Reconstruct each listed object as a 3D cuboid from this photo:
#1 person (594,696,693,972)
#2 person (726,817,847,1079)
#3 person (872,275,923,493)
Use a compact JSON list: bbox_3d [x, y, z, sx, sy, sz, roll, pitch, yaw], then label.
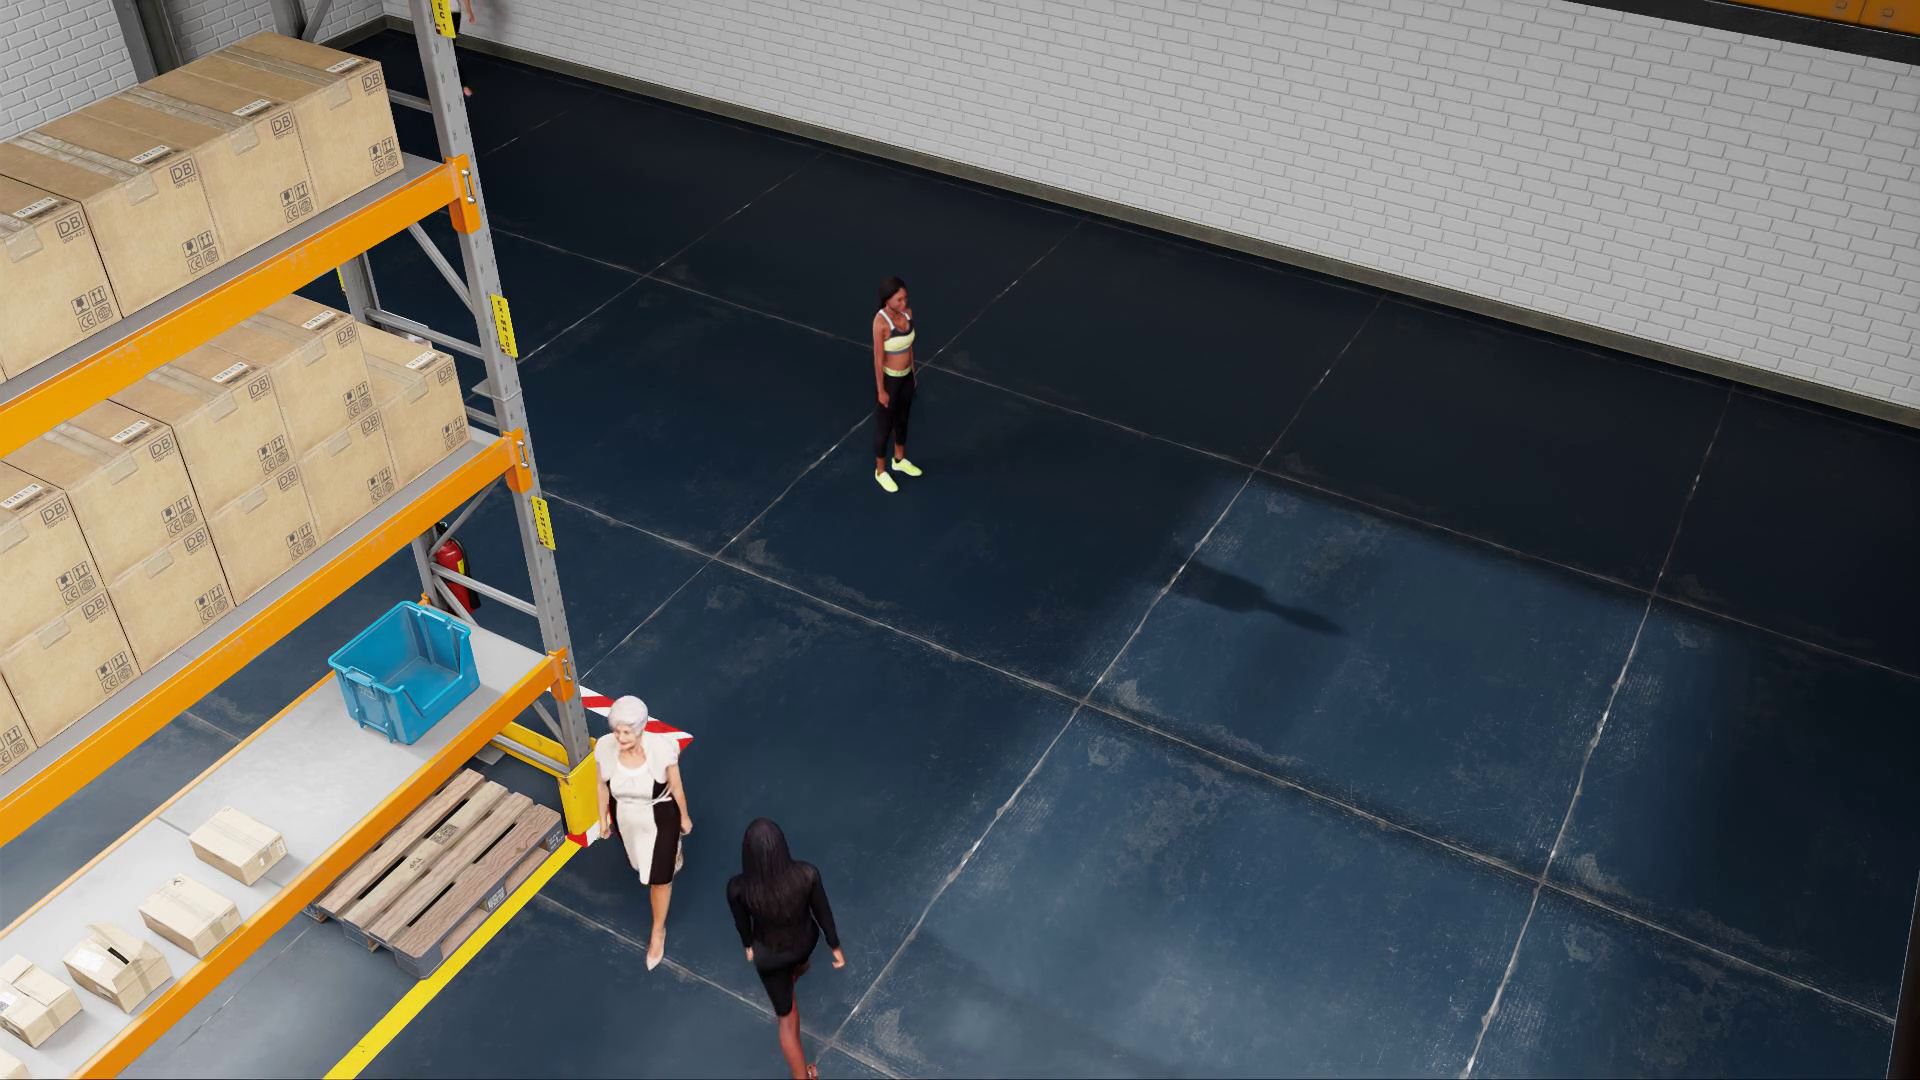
[{"bbox_3d":[-1.676,1.455,9.028,0.897,1.722,1.166,6,39,8],"label":"person"},{"bbox_3d":[-0.854,2.129,8.235,1.212,1.659,1.272,-7,39,-9],"label":"person"},{"bbox_3d":[-0.504,-1.183,12.305,0.664,1.754,0.502,28,47,31],"label":"person"}]
